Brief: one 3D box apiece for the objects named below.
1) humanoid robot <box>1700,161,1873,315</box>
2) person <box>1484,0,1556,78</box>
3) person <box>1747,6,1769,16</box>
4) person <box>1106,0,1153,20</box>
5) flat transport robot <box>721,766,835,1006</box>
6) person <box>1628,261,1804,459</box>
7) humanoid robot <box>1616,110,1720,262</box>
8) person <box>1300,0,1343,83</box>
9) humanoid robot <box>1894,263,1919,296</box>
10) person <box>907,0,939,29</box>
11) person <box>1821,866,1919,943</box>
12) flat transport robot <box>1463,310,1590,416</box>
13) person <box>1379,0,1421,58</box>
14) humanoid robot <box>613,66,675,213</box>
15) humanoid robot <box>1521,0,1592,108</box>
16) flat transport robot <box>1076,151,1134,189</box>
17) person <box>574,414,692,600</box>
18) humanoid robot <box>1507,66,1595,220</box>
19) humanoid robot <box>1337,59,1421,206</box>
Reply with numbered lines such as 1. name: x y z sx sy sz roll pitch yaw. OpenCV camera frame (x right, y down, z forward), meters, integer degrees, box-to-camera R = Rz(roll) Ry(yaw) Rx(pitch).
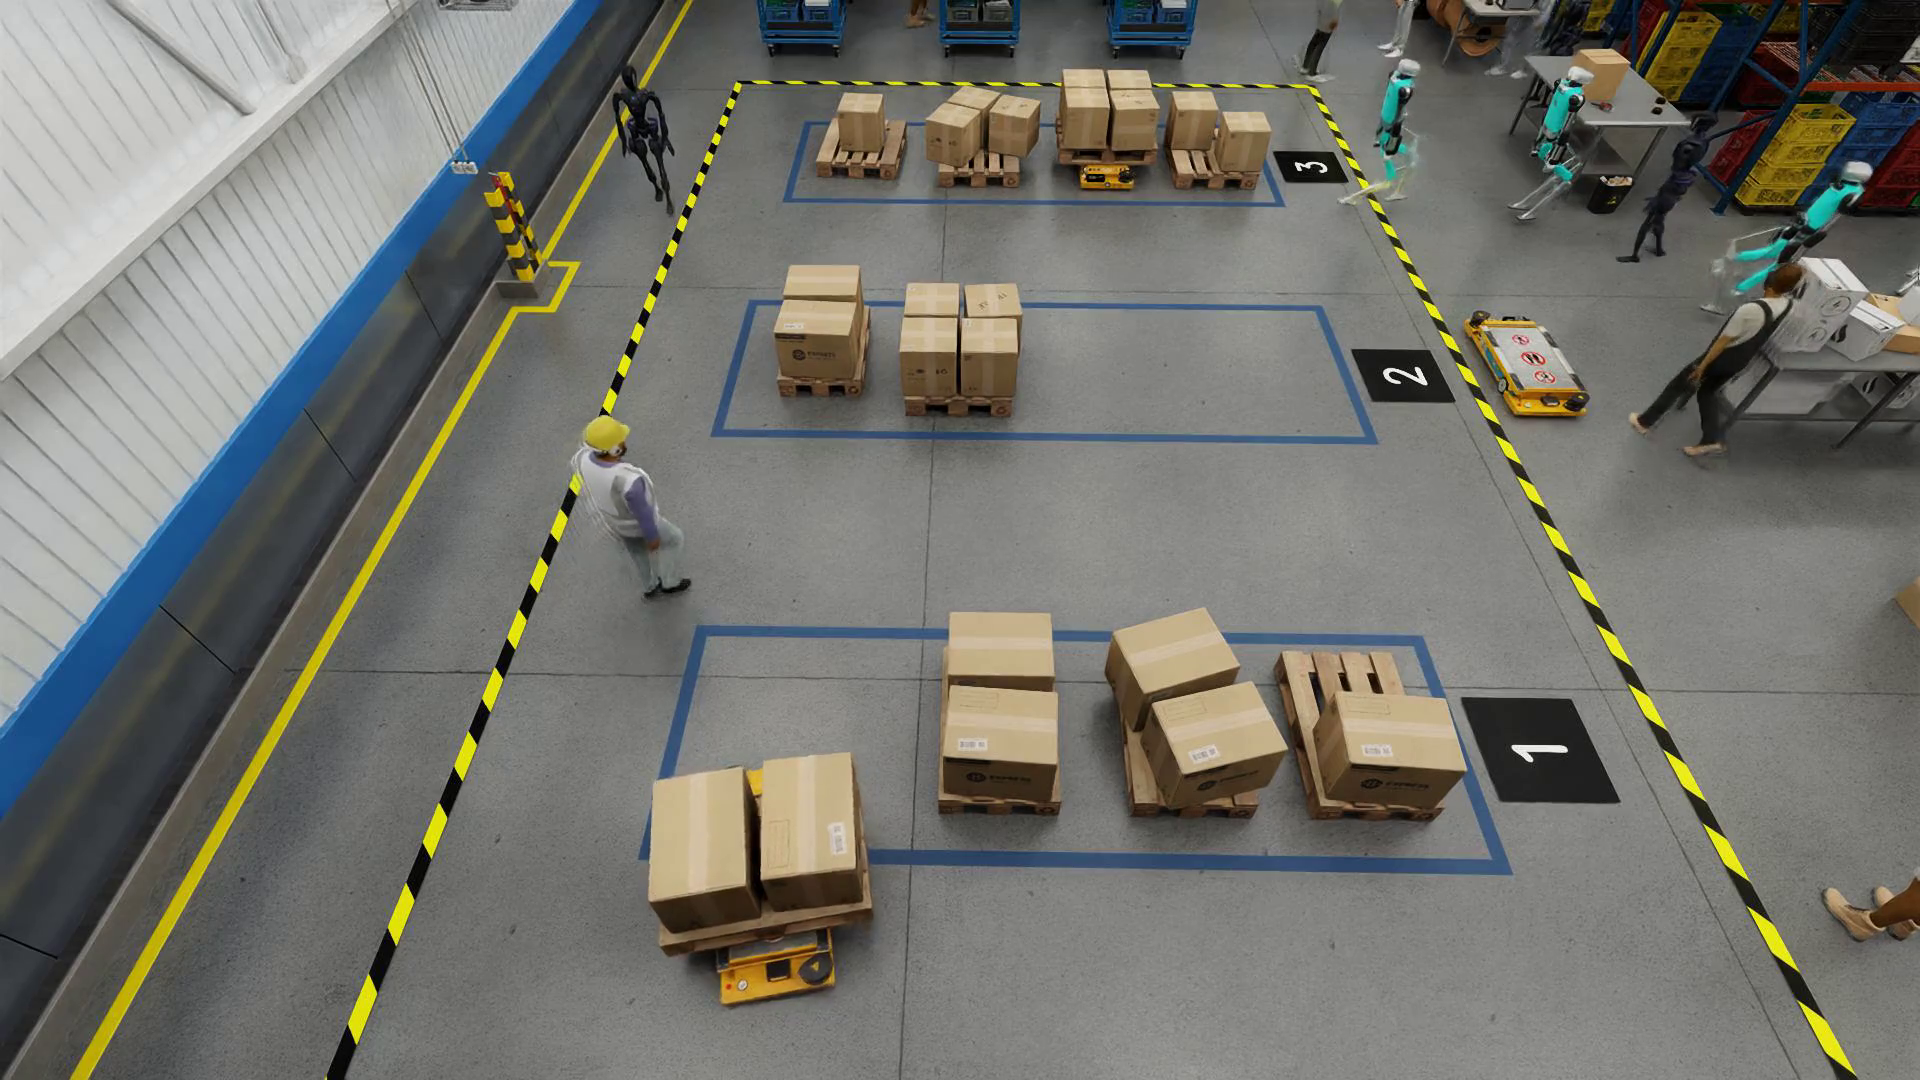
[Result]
1. humanoid robot: 8.060 -2.902 9.069 0.951 1.742 0.532 16 51 14
2. person: 8.116 -7.453 13.018 0.735 1.714 0.501 -9 50 -8
3. person: 13.366 -9.382 14.551 0.354 1.937 0.549 1 49 1
4. person: 2.821 -8.908 14.227 0.923 1.798 0.585 -15 51 -13
5. flat transport robot: -1.178 2.065 5.727 0.652 0.197 1.431 -8 50 -7
6. person: 6.543 -1.478 7.796 0.530 1.816 0.745 -4 49 -4
7. humanoid robot: 7.707 -3.745 9.847 0.604 1.647 0.464 -37 58 -27
8. person: 5.273 -7.496 12.974 0.395 1.850 0.596 2 49 1
9. humanoid robot: 10.473 -3.383 9.483 0.985 1.727 0.540 -20 52 -17
10. person: -0.546 -9.010 14.196 0.689 1.985 0.641 -19 52 -16
11. person: 5.593 1.677 4.906 0.612 2.047 0.360 1 49 1
12. flat transport robot: 5.573 -1.757 9.054 0.659 0.231 1.431 1 49 1
13. person: 6.702 -8.158 13.564 0.350 1.845 0.630 -8 50 -6
14. humanoid robot: -3.656 -4.626 10.622 0.607 1.627 0.727 -7 50 -6
15. humanoid robot: 8.171 -6.742 12.426 0.315 1.659 0.599 1 49 1
16. flat transport robot: 1.845 -4.982 11.827 0.652 0.197 1.431 1 49 1
17. person: -2.367 -0.206 6.688 0.597 1.818 0.478 22 53 18
18. humanoid robot: 6.803 -4.431 10.306 0.735 1.681 0.533 1 49 1
19. humanoid robot: 5.115 -4.609 10.577 1.043 1.749 0.542 1 49 1
